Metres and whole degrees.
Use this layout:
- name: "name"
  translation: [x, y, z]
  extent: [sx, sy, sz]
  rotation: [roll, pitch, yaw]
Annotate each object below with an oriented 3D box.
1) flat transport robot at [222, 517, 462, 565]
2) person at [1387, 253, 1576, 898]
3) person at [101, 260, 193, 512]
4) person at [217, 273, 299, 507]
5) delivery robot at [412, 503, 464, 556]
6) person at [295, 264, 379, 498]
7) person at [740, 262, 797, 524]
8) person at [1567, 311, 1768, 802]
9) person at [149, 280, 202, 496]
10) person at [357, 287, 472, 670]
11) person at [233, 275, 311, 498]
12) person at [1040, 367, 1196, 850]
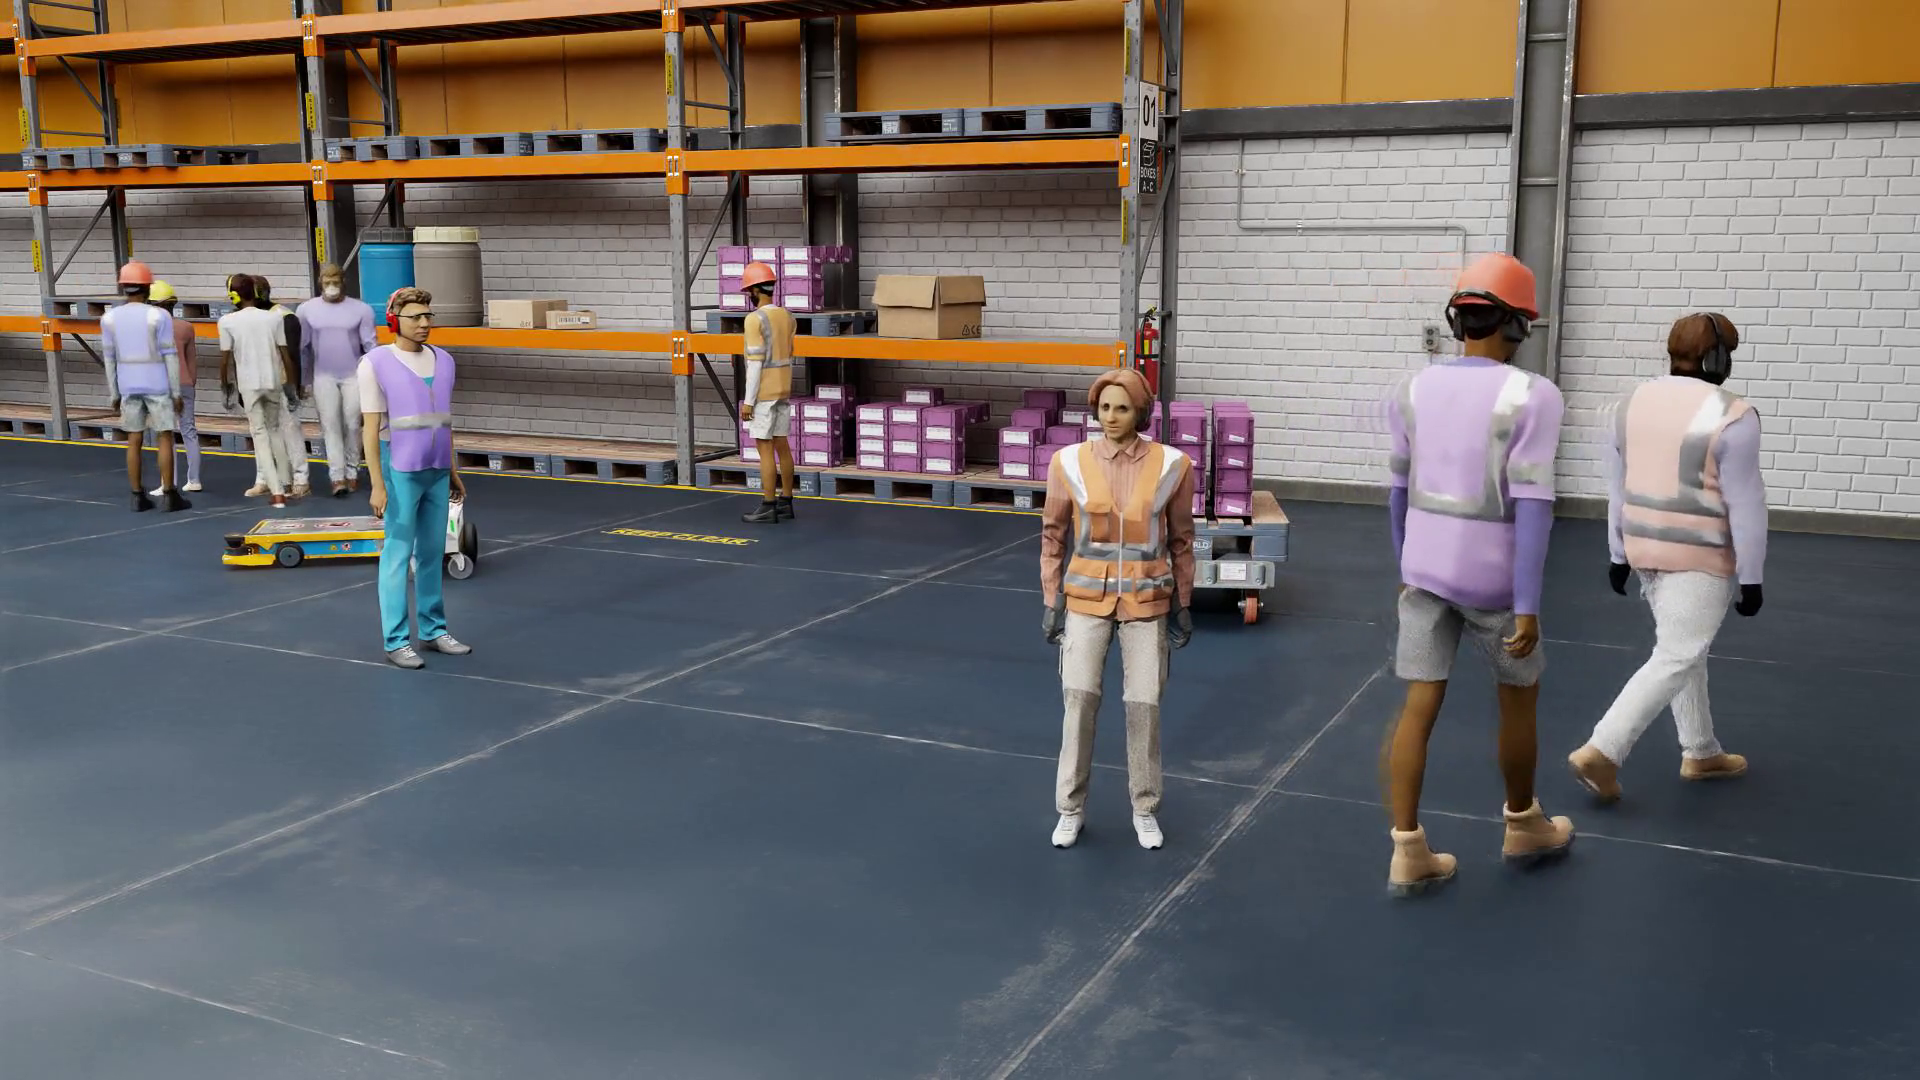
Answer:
- name: "flat transport robot"
  translation: [-4.026, -0.011, 10.939]
  extent: [1.431, 0.197, 0.652]
  rotation: [-2, 10, -13]
- name: "person"
  translation: [1.680, 0.103, 5.333]
  extent: [0.962, 1.998, 0.632]
  rotation: [-9, 13, -41]
- name: "person"
  translation: [-6.279, -1.176, 12.844]
  extent: [0.550, 1.936, 0.375]
  rotation: [0, 10, -1]
- name: "person"
  translation: [-5.581, -1.183, 13.176]
  extent: [0.531, 1.833, 0.731]
  rotation: [-8, 13, -40]
- name: "delivery robot"
  translation: [-3.292, -0.101, 10.370]
  extent: [0.477, 0.478, 0.707]
  rotation: [-2, 10, -13]
- name: "person"
  translation: [-5.078, -1.292, 13.613]
  extent: [0.668, 1.897, 0.830]
  rotation: [-3, 11, -19]
- name: "person"
  translation: [-1.446, -1.081, 12.329]
  extent: [0.373, 1.928, 0.543]
  rotation: [5, 11, 27]
- name: "person"
  translation: [2.628, 0.066, 6.117]
  extent: [0.907, 1.809, 0.635]
  rotation: [-4, 11, -21]
- name: "person"
  translation: [-6.520, -1.243, 13.709]
  extent: [0.305, 1.772, 0.525]
  rotation: [5, 11, 25]
- name: "person"
  translation: [-2.681, -0.310, 8.142]
  extent: [0.373, 1.843, 0.570]
  rotation: [5, 11, 26]
- name: "person"
  translation: [-5.631, -1.237, 13.535]
  extent: [0.626, 1.828, 0.432]
  rotation: [3, 10, 17]
- name: "person"
  translation: [0.531, 0.238, 5.607]
  extent: [0.521, 1.636, 0.311]
  rotation: [1, 10, 3]
